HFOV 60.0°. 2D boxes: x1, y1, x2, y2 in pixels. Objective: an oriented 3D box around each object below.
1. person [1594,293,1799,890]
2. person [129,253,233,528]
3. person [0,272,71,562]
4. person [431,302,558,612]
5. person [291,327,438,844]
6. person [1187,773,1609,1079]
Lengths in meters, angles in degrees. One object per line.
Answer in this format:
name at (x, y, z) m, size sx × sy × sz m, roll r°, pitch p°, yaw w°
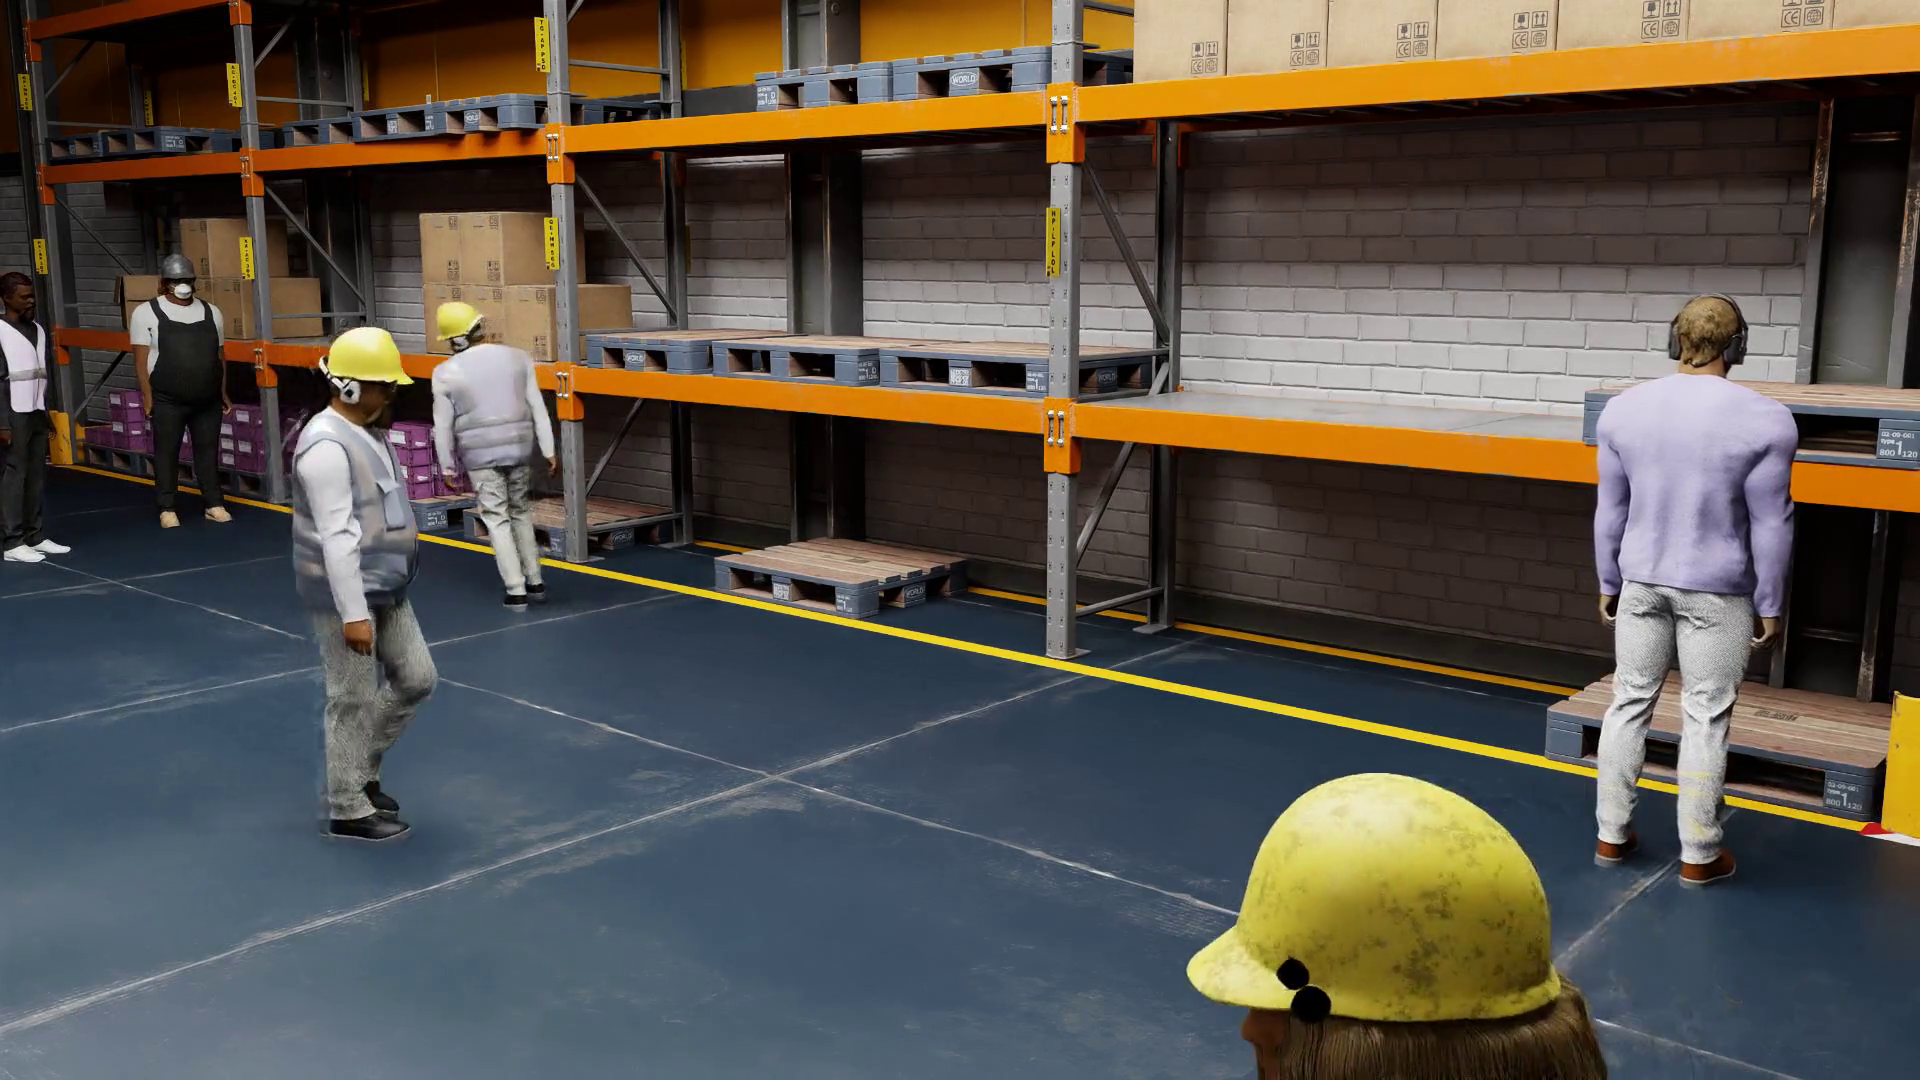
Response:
person at (2.375, 0.167, 5.447) m, size 0.628 × 1.931 × 0.358 m, roll 10°, pitch 14°, yaw 43°
person at (-5.780, -1.120, 12.457) m, size 0.674 × 2.000 × 0.535 m, roll -10°, pitch 14°, yaw -44°
person at (-6.273, -0.820, 11.100) m, size 0.372 × 1.916 × 0.597 m, roll 0°, pitch 10°, yaw 0°
person at (-2.685, -0.476, 9.548) m, size 0.661 × 1.771 × 0.538 m, roll -7°, pitch 12°, yaw -34°
person at (-2.069, 0.173, 5.761) m, size 0.419 × 1.810 × 0.600 m, roll 0°, pitch 10°, yaw 1°
person at (0.390, 1.011, 1.288) m, size 0.863 × 1.705 × 0.506 m, roll -1°, pitch 10°, yaw -4°
